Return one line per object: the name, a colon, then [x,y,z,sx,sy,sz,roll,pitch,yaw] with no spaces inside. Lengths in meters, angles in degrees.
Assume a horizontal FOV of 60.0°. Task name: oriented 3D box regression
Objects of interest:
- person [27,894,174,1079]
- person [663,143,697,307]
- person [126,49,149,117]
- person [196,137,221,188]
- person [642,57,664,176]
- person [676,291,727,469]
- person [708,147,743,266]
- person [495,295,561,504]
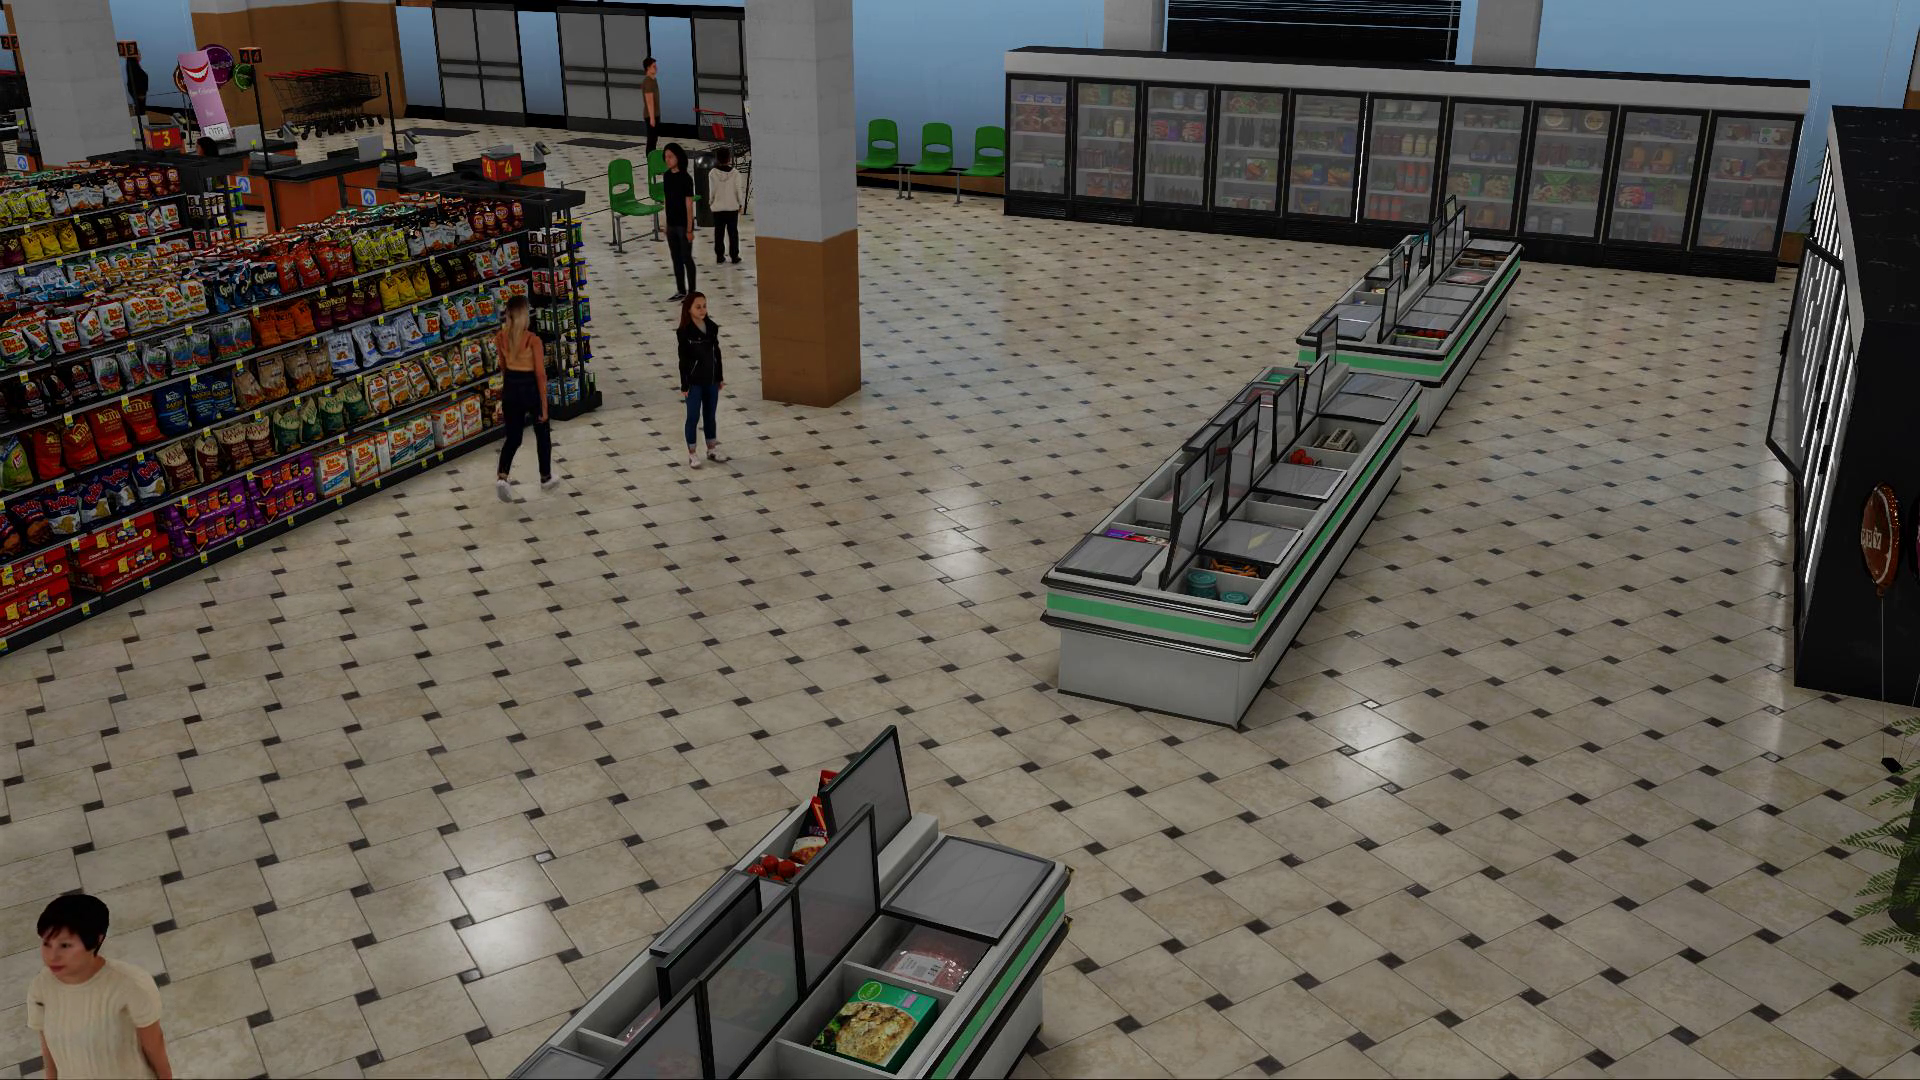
person: [-2.850,1.868,5.695,0.736,1.550,1.056,5,22,12]
person: [-3.188,-3.628,19.001,0.692,1.829,0.636,19,28,38]
person: [-15.376,-8.368,31.089,0.797,1.612,0.764,-13,25,-29]
person: [-8.742,-3.857,19.636,0.725,1.781,0.646,-6,23,-14]
person: [-5.039,-6.940,27.215,0.796,1.851,0.656,0,22,1]
person: [-2.153,-1.344,13.782,0.561,1.481,0.677,-19,28,-38]
person: [-2.958,-4.195,20.919,0.644,1.451,0.638,0,22,1]
person: [-3.434,-1.070,12.938,0.734,1.604,1.115,5,22,12]
